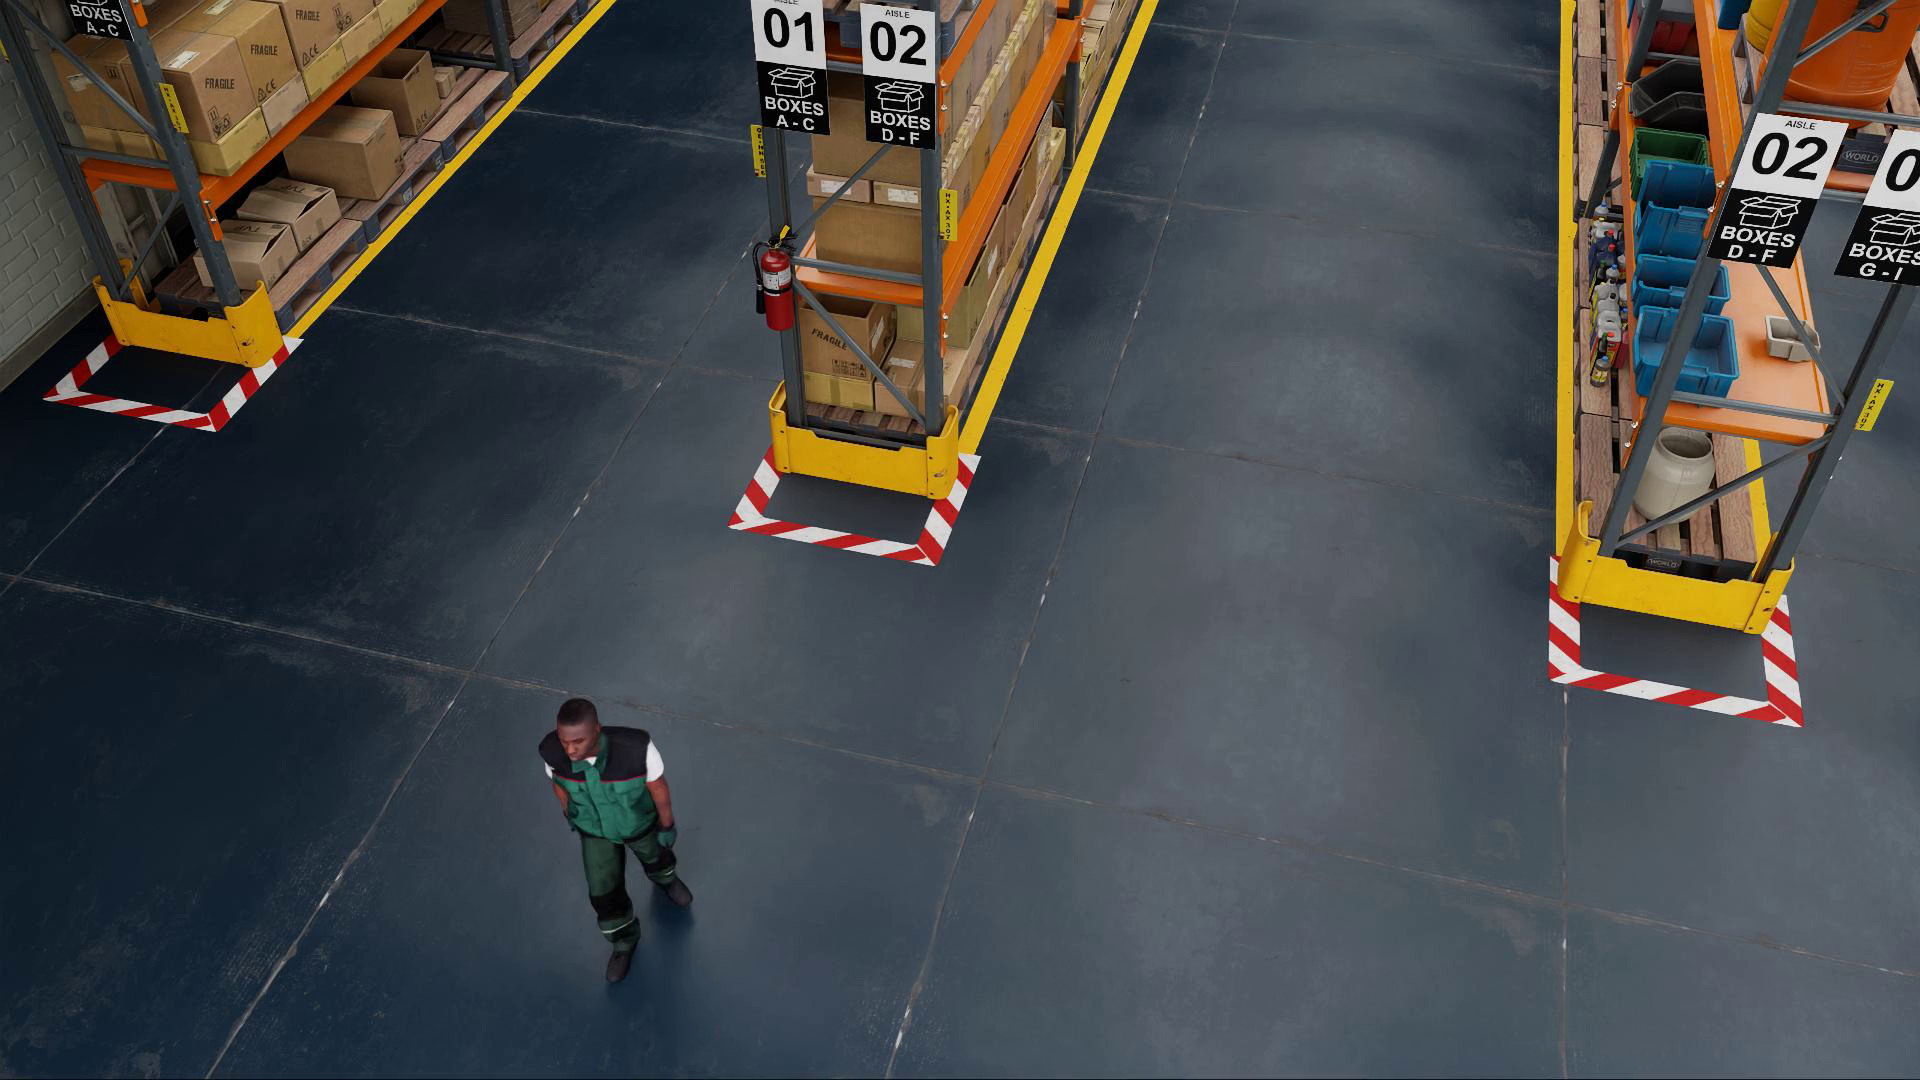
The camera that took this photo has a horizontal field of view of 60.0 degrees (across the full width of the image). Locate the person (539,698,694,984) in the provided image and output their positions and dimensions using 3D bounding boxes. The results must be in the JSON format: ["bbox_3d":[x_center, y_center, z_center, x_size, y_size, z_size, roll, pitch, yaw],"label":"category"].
[{"bbox_3d":[-1.543,1.227,7.610,0.846,1.799,1.001,-4,43,-5],"label":"person"}]
